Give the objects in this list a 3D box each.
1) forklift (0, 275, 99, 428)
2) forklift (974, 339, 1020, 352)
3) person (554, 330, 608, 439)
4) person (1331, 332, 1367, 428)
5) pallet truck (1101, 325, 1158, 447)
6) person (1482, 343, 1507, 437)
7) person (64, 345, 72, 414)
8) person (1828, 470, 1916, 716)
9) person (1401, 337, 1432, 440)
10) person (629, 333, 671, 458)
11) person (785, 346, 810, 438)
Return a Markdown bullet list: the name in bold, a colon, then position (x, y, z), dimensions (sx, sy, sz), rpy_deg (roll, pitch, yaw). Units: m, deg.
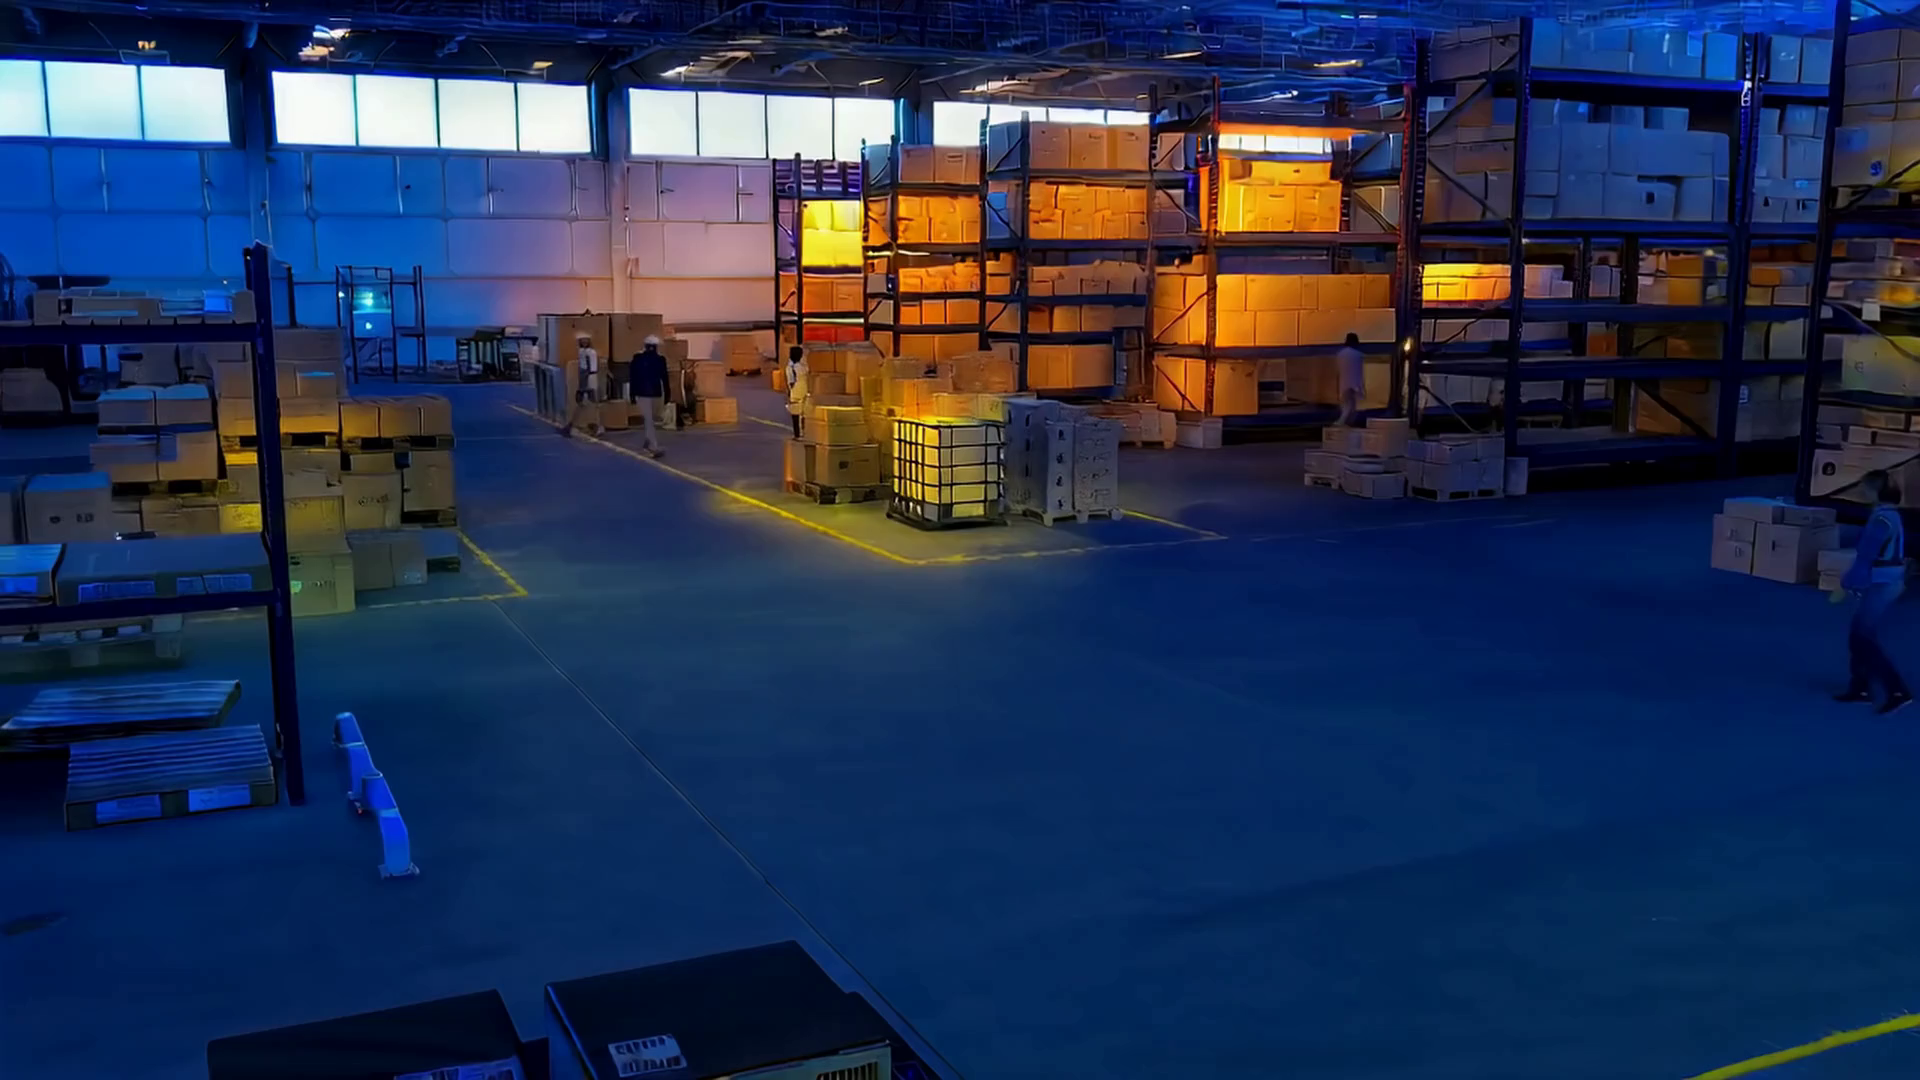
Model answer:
- **forklift**: position (-17.011, -3.559, 31.168), dimensions (1.873, 2.768, 1.129), rpy_deg (-4, 10, -25)
- **forklift**: position (1.161, -4.558, 37.365), dimensions (1.873, 2.768, 1.129), rpy_deg (-4, 10, -25)
- **person**: position (-6.578, -2.697, 28.889), dimensions (0.969, 1.882, 0.563), rpy_deg (3, 10, 18)
- **person**: position (6.422, -2.498, 27.604), dimensions (0.850, 1.913, 0.633), rpy_deg (-4, 10, -22)
- **pallet truck**: position (2.881, -2.596, 27.923), dimensions (0.823, 1.965, 1.885), rpy_deg (-1, 9, -7)
- **person**: position (9.210, -2.532, 28.505), dimensions (0.382, 1.685, 0.536), rpy_deg (-4, 10, -26)
- **person**: position (-17.966, -3.396, 33.131), dimensions (0.373, 1.932, 0.623), rpy_deg (-3, 10, -19)
- **person**: position (5.981, 0.345, 10.845), dimensions (0.527, 1.618, 0.530), rpy_deg (5, 11, 29)
- **person**: position (6.677, -2.008, 24.460), dimensions (0.377, 1.938, 0.547), rpy_deg (-4, 10, -26)
- **person**: position (-4.771, -2.244, 25.910), dimensions (0.631, 1.934, 1.030), rpy_deg (-8, 12, -40)
- **person**: position (-2.672, -2.340, 27.283), dimensions (0.323, 1.690, 0.536), rpy_deg (7, 11, 35)
